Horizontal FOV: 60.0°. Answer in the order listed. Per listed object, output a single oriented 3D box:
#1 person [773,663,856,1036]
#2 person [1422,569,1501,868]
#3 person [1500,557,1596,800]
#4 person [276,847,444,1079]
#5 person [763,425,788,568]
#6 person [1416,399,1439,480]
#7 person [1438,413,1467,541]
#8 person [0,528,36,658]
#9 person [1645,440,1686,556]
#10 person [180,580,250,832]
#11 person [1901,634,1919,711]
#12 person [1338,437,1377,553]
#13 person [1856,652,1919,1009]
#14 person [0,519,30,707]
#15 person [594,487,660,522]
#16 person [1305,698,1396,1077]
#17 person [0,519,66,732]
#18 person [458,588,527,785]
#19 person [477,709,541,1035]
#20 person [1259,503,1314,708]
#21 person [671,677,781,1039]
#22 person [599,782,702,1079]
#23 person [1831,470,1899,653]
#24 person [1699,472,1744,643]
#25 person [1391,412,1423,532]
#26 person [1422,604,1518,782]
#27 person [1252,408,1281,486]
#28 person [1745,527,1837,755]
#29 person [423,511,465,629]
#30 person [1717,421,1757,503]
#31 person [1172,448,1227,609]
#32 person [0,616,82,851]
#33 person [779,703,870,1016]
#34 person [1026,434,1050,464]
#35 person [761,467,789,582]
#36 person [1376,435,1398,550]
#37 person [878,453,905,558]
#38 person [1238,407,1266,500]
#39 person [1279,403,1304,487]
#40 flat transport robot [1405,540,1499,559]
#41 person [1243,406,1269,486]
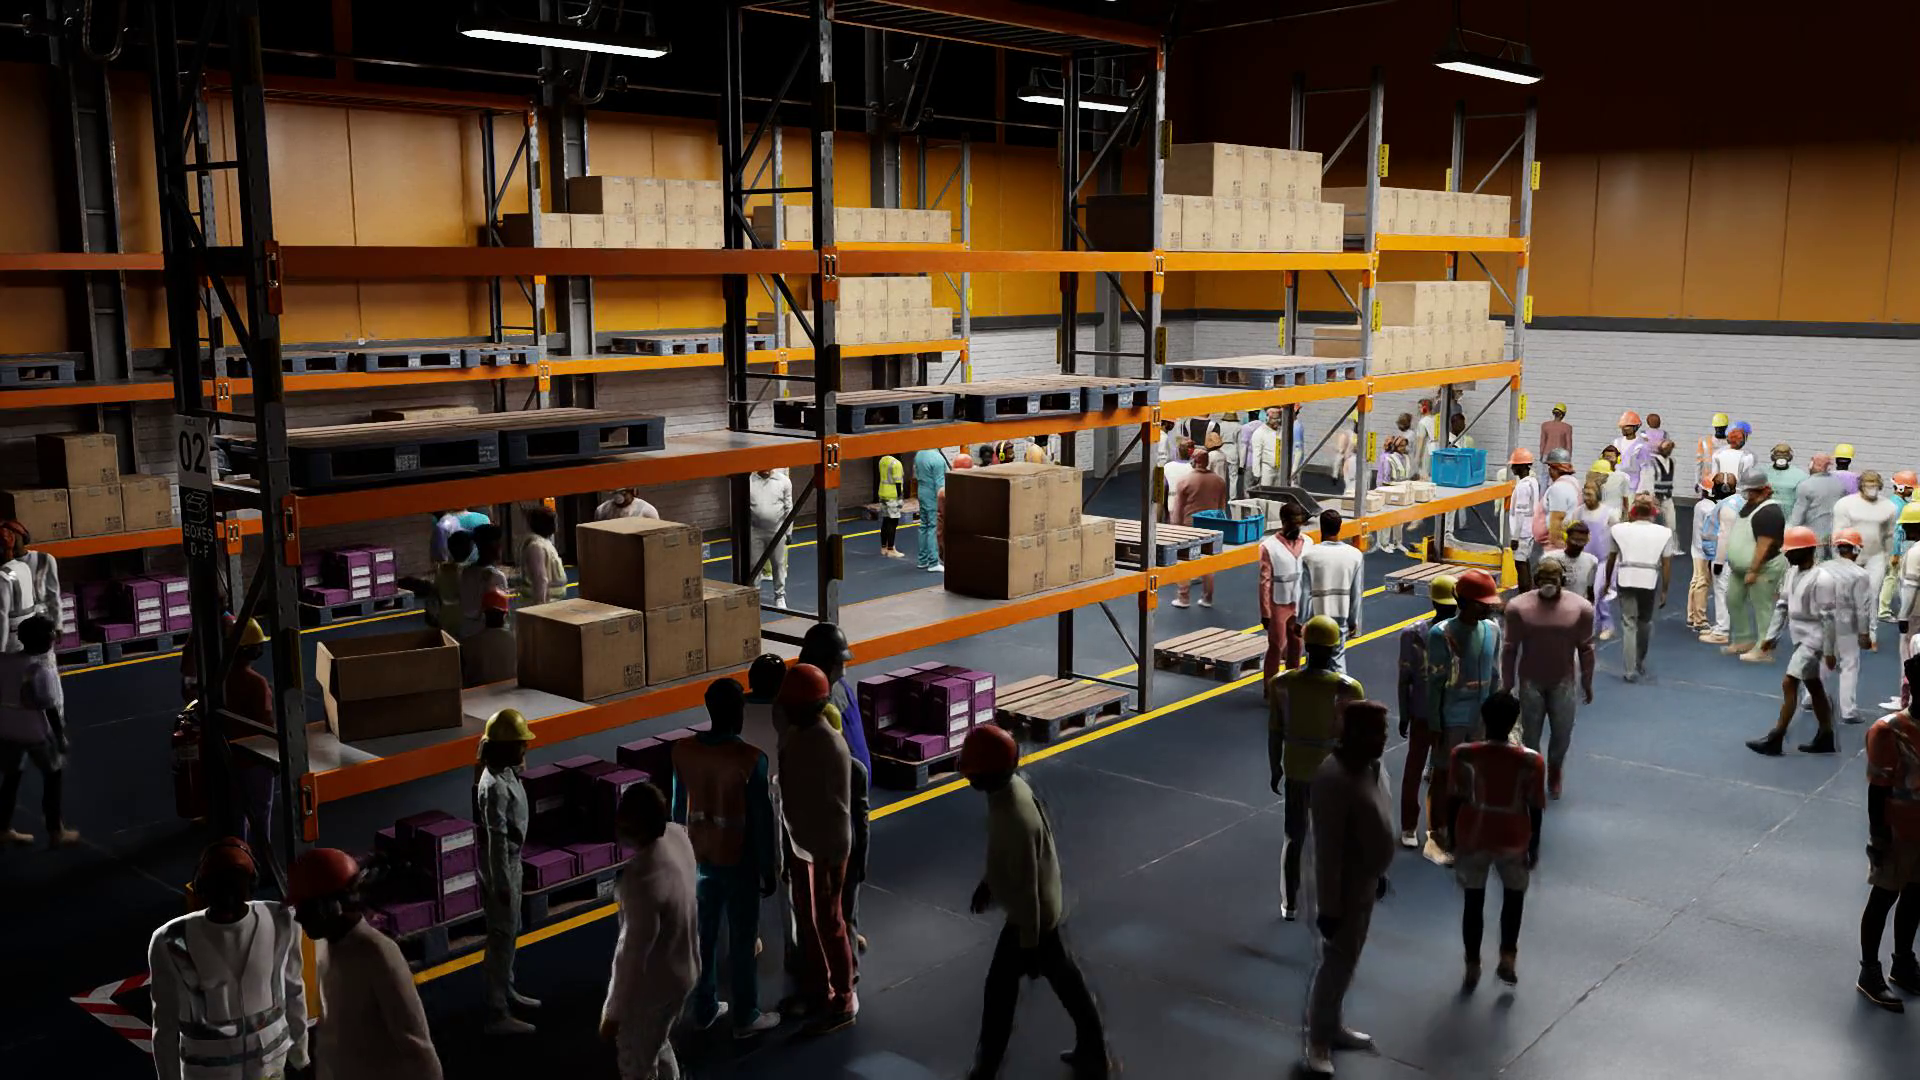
[{"bbox_3d":[-0.784,1.618,8.808,0.410,1.984,0.617,-5,11,-29],"label":"person"},{"bbox_3d":[3.405,1.193,11.195,0.606,2.035,0.402,-5,11,-26],"label":"person"},{"bbox_3d":[4.353,1.058,12.341,0.687,1.917,0.434,3,10,18],"label":"person"},{"bbox_3d":[-2.155,2.069,6.197,0.681,1.944,0.635,-7,12,-36],"label":"person"},{"bbox_3d":[-2.534,-0.570,22.077,0.407,1.913,0.641,-5,11,-25],"label":"person"},{"bbox_3d":[7.655,-1.390,27.206,0.387,1.837,0.561,8,13,40],"label":"person"},{"bbox_3d":[7.035,-0.864,23.818,0.590,1.916,0.391,-9,13,-42],"label":"person"},{"bbox_3d":[-7.857,0.828,13.824,0.339,1.881,0.576,-2,10,-9],"label":"person"},{"bbox_3d":[9.713,-0.565,22.926,0.531,1.614,0.665,-3,10,-18],"label":"person"},{"bbox_3d":[-5.280,1.186,11.804,0.429,1.844,0.627,-9,13,-44],"label":"person"},{"bbox_3d":[6.785,1.250,11.489,0.404,1.823,0.591,-6,11,-32],"label":"person"},{"bbox_3d":[5.499,-0.606,22.990,0.892,1.673,0.529,-6,11,-34],"label":"person"},{"bbox_3d":[5.218,1.572,9.119,0.611,1.965,0.362,-4,10,-21],"label":"person"},{"bbox_3d":[-8.395,0.707,14.691,0.568,1.838,0.384,-2,10,-11],"label":"person"},{"bbox_3d":[-3.347,0.284,16.591,0.682,2.000,0.535,1,10,9],"label":"person"},{"bbox_3d":[1.978,1.737,8.425,0.412,1.884,0.760,6,11,31],"label":"person"},{"bbox_3d":[-8.048,0.748,14.336,0.589,1.866,0.347,-3,10,-16],"label":"person"},{"bbox_3d":[-3.319,1.208,11.962,0.570,1.743,0.351,-2,10,-11],"label":"person"},{"bbox_3d":[-2.385,1.740,8.814,0.323,1.736,0.486,-1,10,-9],"label":"person"},{"bbox_3d":[2.956,0.596,15.133,0.603,1.904,0.386,-5,11,-29],"label":"person"},{"bbox_3d":[-1.232,1.663,8.719,0.596,1.918,0.379,5,11,26],"label":"person"},{"bbox_3d":[-1.342,1.931,7.230,0.440,1.890,0.707,1,10,7],"label":"person"},{"bbox_3d":[9.528,0.186,17.594,0.661,1.912,0.739,3,10,15],"label":"person"},{"bbox_3d":[8.159,0.184,17.809,0.429,1.837,0.627,5,11,26],"label":"person"},{"bbox_3d":[6.742,-1.031,25.100,0.475,1.822,0.564,1,10,6],"label":"person"},{"bbox_3d":[4.022,1.136,12.875,0.897,1.577,0.483,5,11,26],"label":"person"},{"bbox_3d":[4.661,-1.033,24.899,0.652,1.896,0.402,-6,11,-33],"label":"person"},{"bbox_3d":[6.875,0.835,13.724,0.899,1.890,0.550,1,10,3],"label":"person"},{"bbox_3d":[-5.072,0.388,16.325,0.407,1.920,0.543,0,10,2],"label":"person"},{"bbox_3d":[10.503,-0.662,22.651,0.878,1.915,0.616,-4,10,-21],"label":"person"},{"bbox_3d":[2.789,-0.124,19.473,0.675,1.900,0.403,-4,10,-21],"label":"person"},{"bbox_3d":[-6.401,1.331,11.450,0.566,1.662,0.390,4,10,23],"label":"person"},{"bbox_3d":[-0.728,1.716,8.957,0.486,1.738,0.321,0,10,0],"label":"person"},{"bbox_3d":[1.054,-0.643,22.534,0.420,1.947,0.604,-1,10,-5],"label":"person"},{"bbox_3d":[-2.434,-0.433,21.206,0.381,1.928,0.587,9,13,44],"label":"person"},{"bbox_3d":[6.049,-0.672,23.519,0.324,1.631,0.523,1,10,4],"label":"person"},{"bbox_3d":[-0.937,-0.585,22.836,0.323,1.686,0.540,-5,11,-29],"label":"person"},{"bbox_3d":[4.576,-1.217,25.938,0.597,1.912,0.399,-6,11,-34],"label":"person"},{"bbox_3d":[4.947,-1.112,24.919,0.393,2.041,0.613,0,10,2],"label":"person"},{"bbox_3d":[6.831,0.177,22.499,0.652,0.197,1.431,-9,13,-44],"label":"flat transport robot"},{"bbox_3d":[4.832,-1.395,26.759,0.621,1.989,0.398,8,13,41],"label":"person"}]
